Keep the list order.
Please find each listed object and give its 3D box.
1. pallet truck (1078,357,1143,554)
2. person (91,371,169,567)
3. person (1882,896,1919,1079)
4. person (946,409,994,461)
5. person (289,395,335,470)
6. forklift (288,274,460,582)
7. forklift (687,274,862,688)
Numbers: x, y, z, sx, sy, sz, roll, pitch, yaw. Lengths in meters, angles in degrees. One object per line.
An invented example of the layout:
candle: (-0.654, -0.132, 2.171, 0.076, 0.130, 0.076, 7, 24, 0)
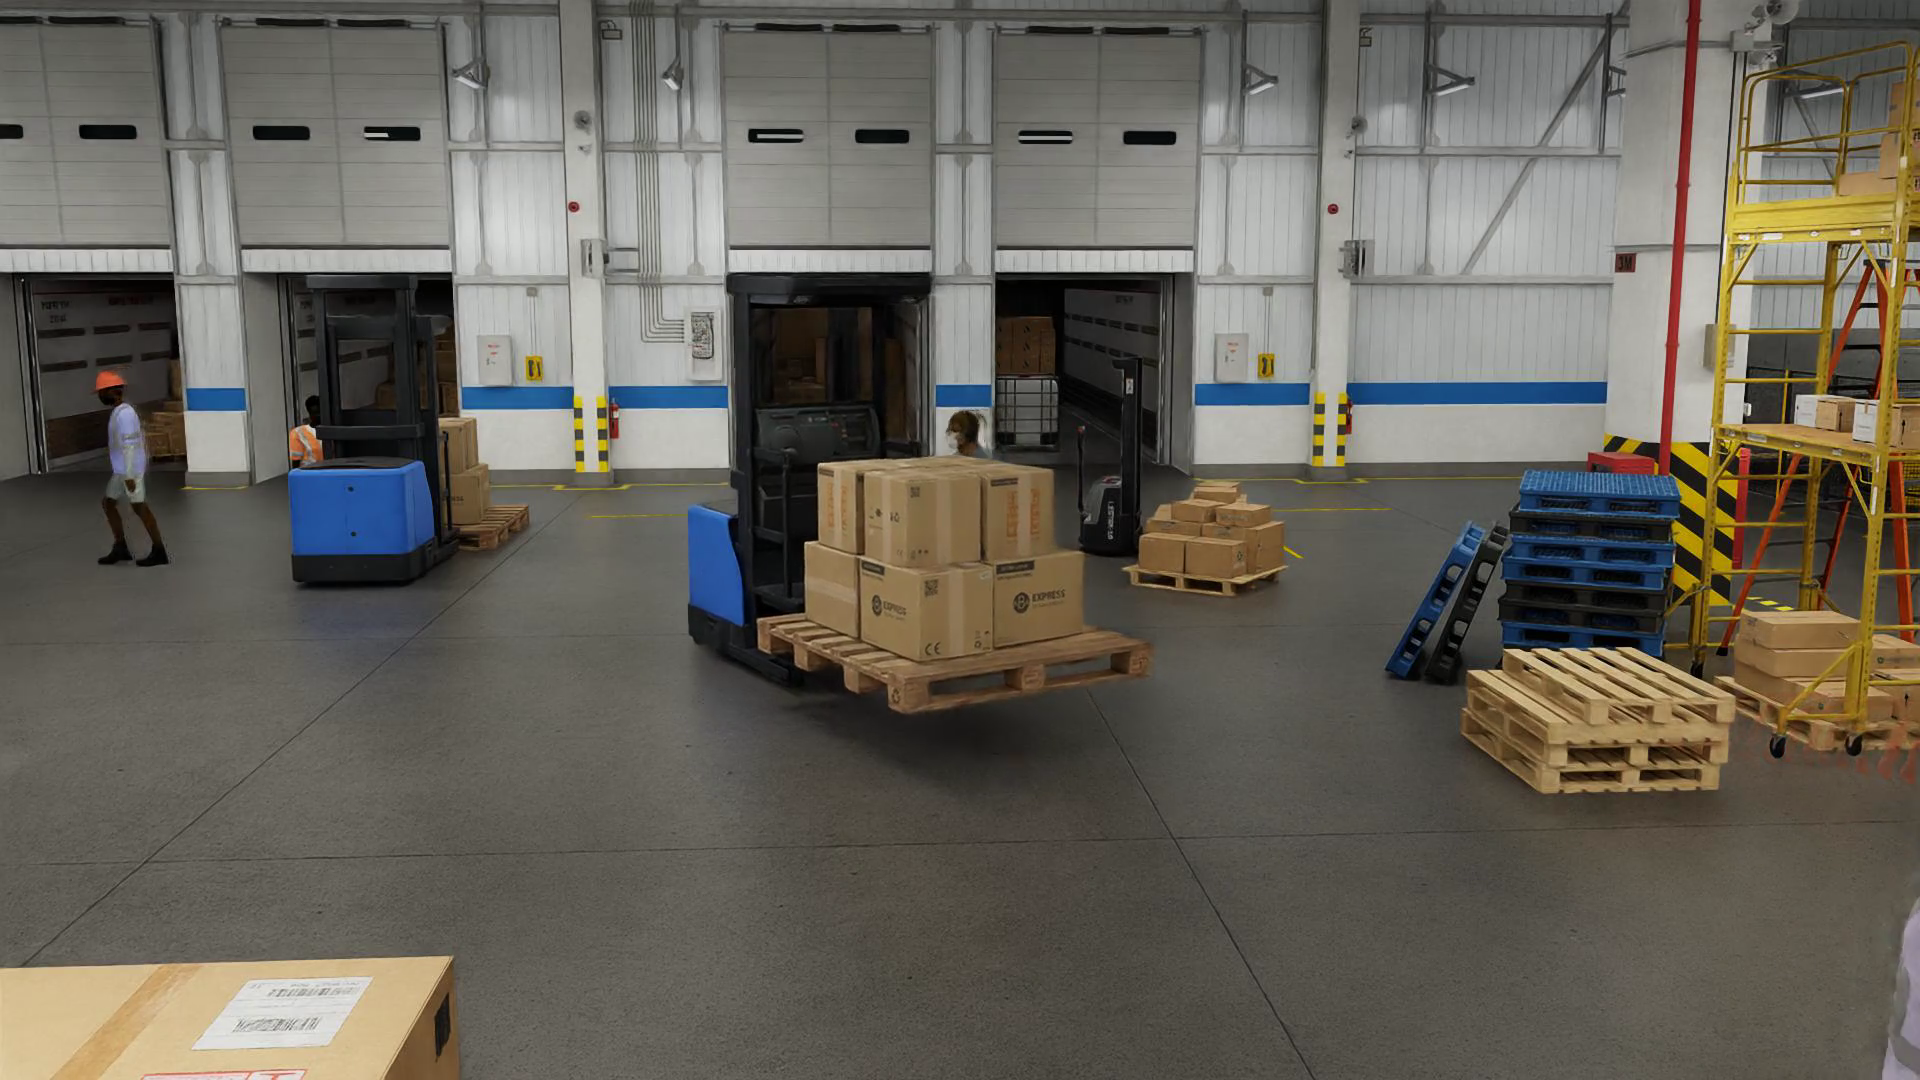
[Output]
pallet truck: (2.088, -0.836, 16.757, 1.885, 1.965, 0.823, 2, 9, 13)
person: (-8.071, -0.676, 16.050, 0.694, 1.891, 0.581, -5, 11, -30)
person: (2.259, 1.324, 3.511, 0.548, 1.887, 0.955, -5, 10, -30)
person: (0.122, 0.011, 11.806, 1.043, 1.894, 0.641, -5, 10, -28)
person: (-6.091, -0.533, 15.807, 0.530, 1.693, 0.321, -9, 13, -44)
forklift: (-5.554, -1.101, 15.662, 1.129, 2.768, 1.873, -1, 9, -4)
forklift: (-1.186, -0.529, 12.072, 1.129, 2.768, 1.873, -6, 11, -31)
